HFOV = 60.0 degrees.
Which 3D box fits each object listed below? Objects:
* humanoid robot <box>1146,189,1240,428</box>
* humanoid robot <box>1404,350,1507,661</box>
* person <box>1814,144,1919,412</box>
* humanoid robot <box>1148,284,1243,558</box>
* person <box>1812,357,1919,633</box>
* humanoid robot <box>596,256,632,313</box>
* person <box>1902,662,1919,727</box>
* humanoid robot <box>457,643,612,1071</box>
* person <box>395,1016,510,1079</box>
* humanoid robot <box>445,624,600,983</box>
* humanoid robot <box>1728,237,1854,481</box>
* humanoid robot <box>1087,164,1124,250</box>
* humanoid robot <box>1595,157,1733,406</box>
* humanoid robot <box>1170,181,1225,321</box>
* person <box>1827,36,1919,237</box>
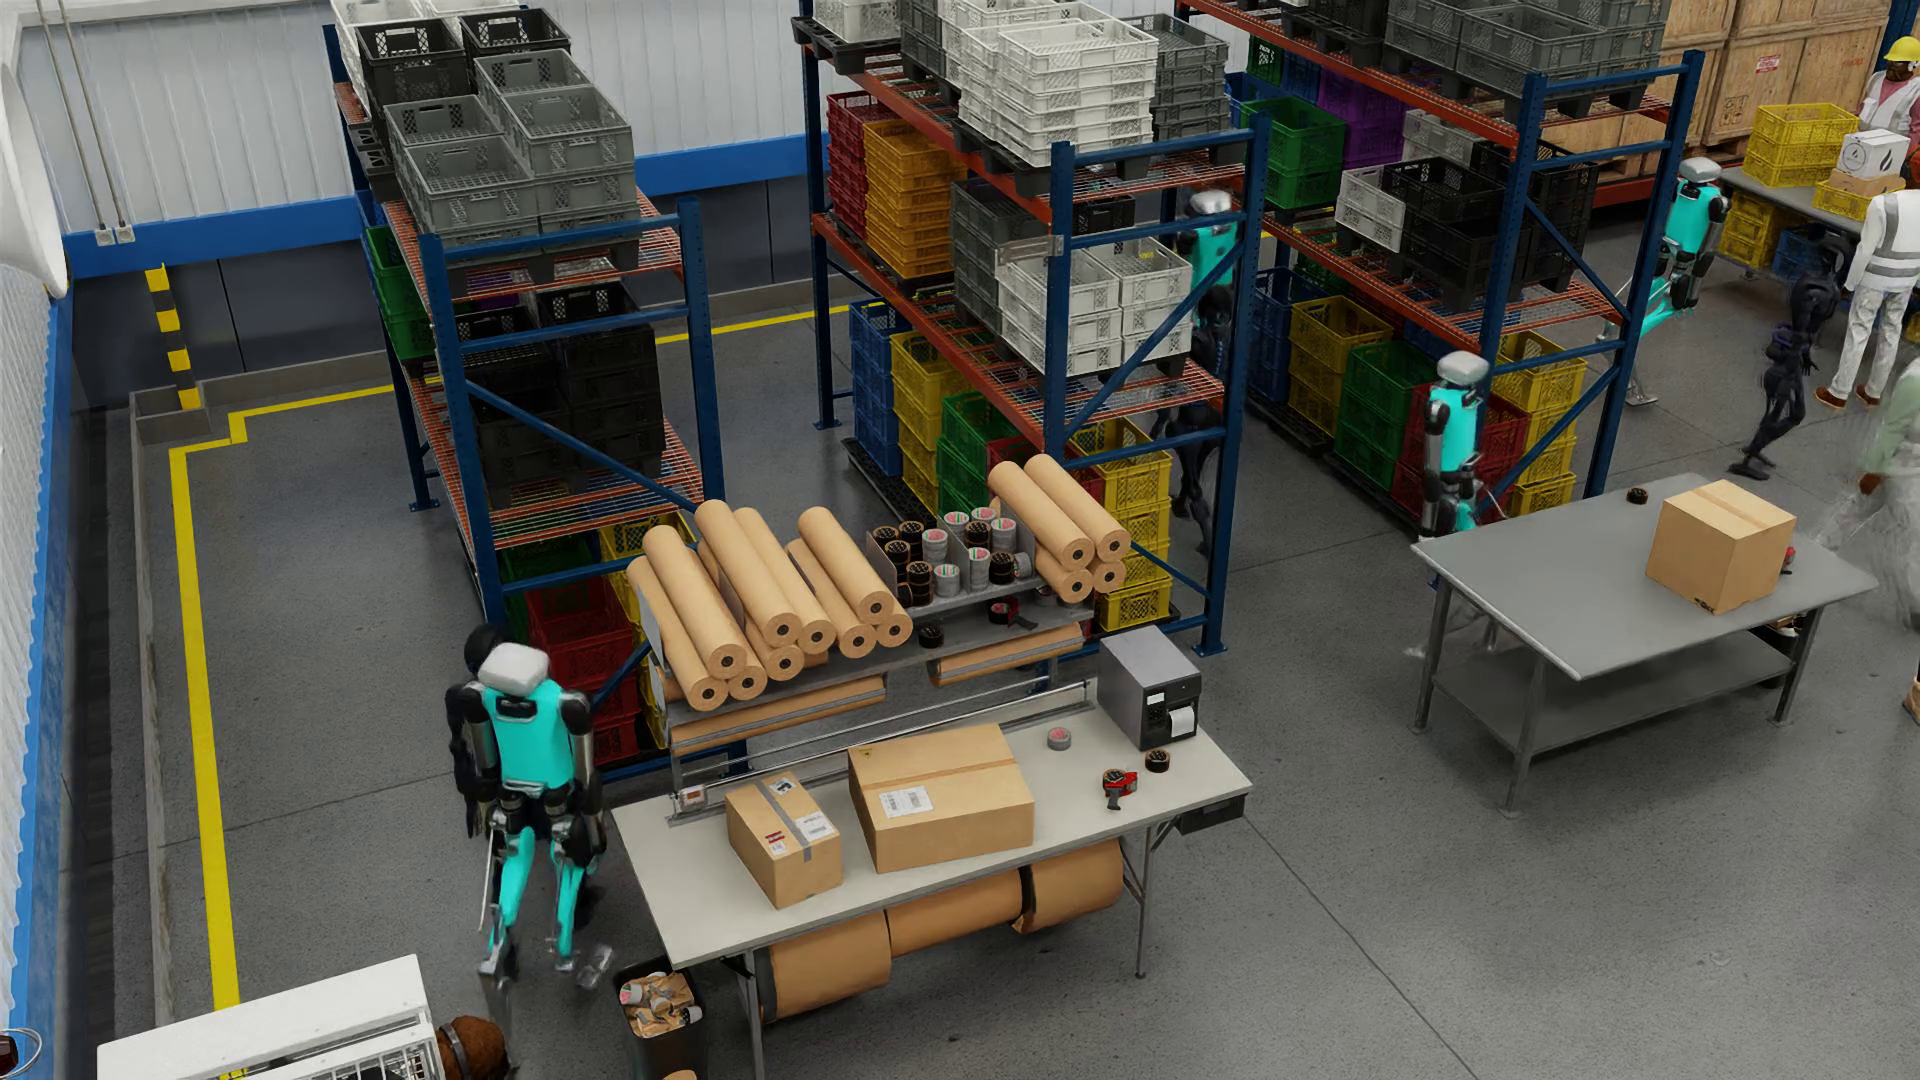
[{"bbox_3d":[1.496,-1.527,11.123,0.554,1.864,0.833,-14,34,-21],"label":"humanoid robot"},{"bbox_3d":[2.752,-0.070,8.725,0.799,1.802,0.531,23,38,32],"label":"humanoid robot"},{"bbox_3d":[6.281,-1.756,11.283,0.582,1.882,0.349,-2,32,-3],"label":"person"},{"bbox_3d":[1.409,-0.729,9.869,0.615,1.628,0.793,-13,34,-20],"label":"humanoid robot"},{"bbox_3d":[5.284,-0.434,9.135,0.614,1.890,1.012,-25,39,-34],"label":"person"},{"bbox_3d":[-2.384,-1.390,10.886,0.409,1.651,0.606,6,32,10],"label":"humanoid robot"},{"bbox_3d":[5.151,0.071,8.180,0.600,2.036,0.391,-7,32,-11],"label":"person"},{"bbox_3d":[-1.718,1.321,6.462,0.531,1.781,0.982,6,32,9],"label":"humanoid robot"},{"bbox_3d":[-1.386,2.119,5.027,0.429,1.842,0.632,-27,40,-36],"label":"person"},{"bbox_3d":[-1.799,1.076,6.906,0.615,1.635,0.613,5,32,8],"label":"humanoid robot"},{"bbox_3d":[5.221,-1.134,10.469,0.364,1.637,0.589,19,36,27],"label":"humanoid robot"},{"bbox_3d":[0.744,-1.815,11.597,0.568,1.867,0.818,-6,32,-10],"label":"humanoid robot"},{"bbox_3d":[4.672,-1.727,11.279,0.737,1.692,0.534,-10,33,-16],"label":"humanoid robot"},{"bbox_3d":[1.783,-2.389,12.516,0.534,1.624,0.611,-4,32,-6],"label":"humanoid robot"},{"bbox_3d":[7.565,-3.227,13.718,0.404,1.831,0.598,-14,34,-22],"label":"person"}]
